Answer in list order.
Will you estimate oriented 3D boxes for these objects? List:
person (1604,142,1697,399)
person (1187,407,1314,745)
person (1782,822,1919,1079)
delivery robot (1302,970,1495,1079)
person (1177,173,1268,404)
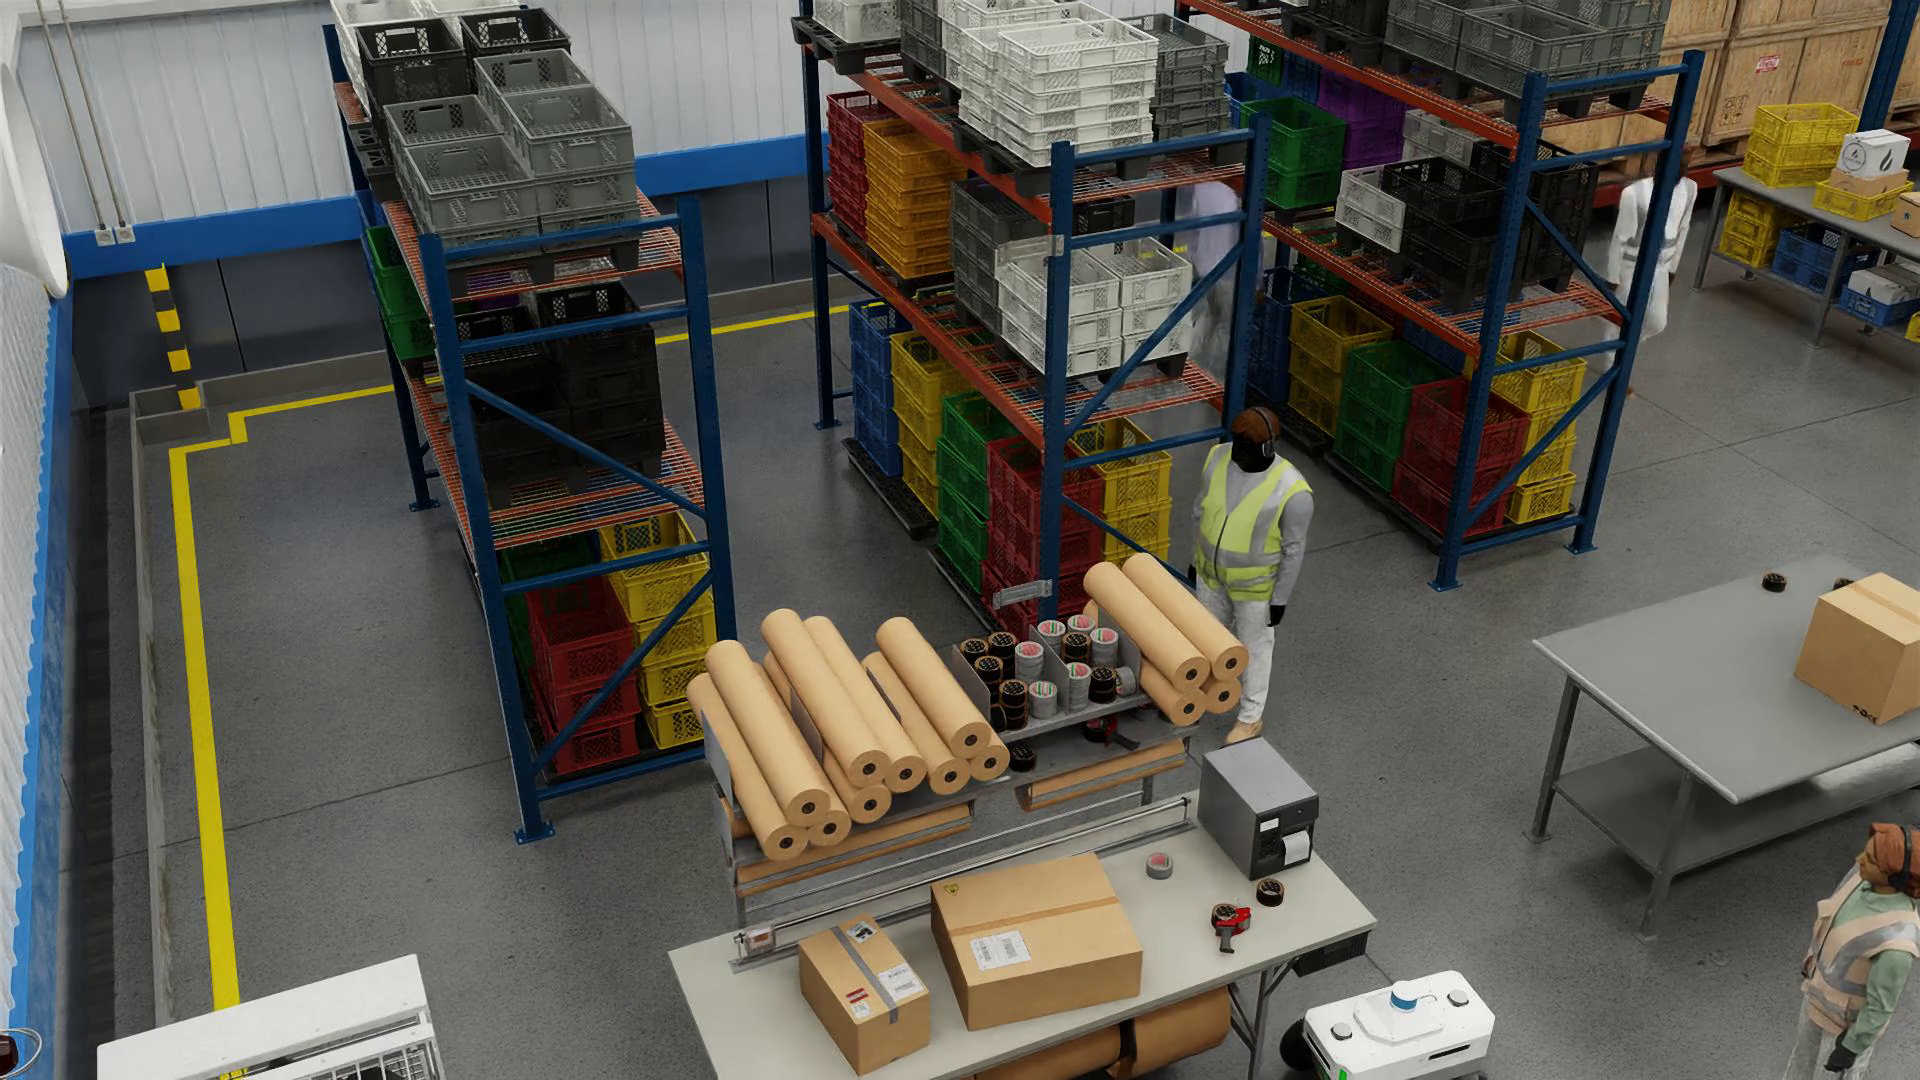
[{"bbox_3d":[4.707,-1.869,11.464,0.591,1.868,0.424,-7,32,-11],"label":"person"},{"bbox_3d":[1.366,0.182,8.162,0.627,1.844,0.429,27,40,36],"label":"person"},{"bbox_3d":[3.149,1.662,5.947,0.307,1.641,0.514,5,32,8],"label":"person"},{"bbox_3d":[1.702,1.921,6.470,0.707,0.478,0.477,-10,33,-16],"label":"delivery robot"},{"bbox_3d":[1.754,-1.816,11.348,0.541,1.901,0.673,-15,35,-23],"label":"person"}]
